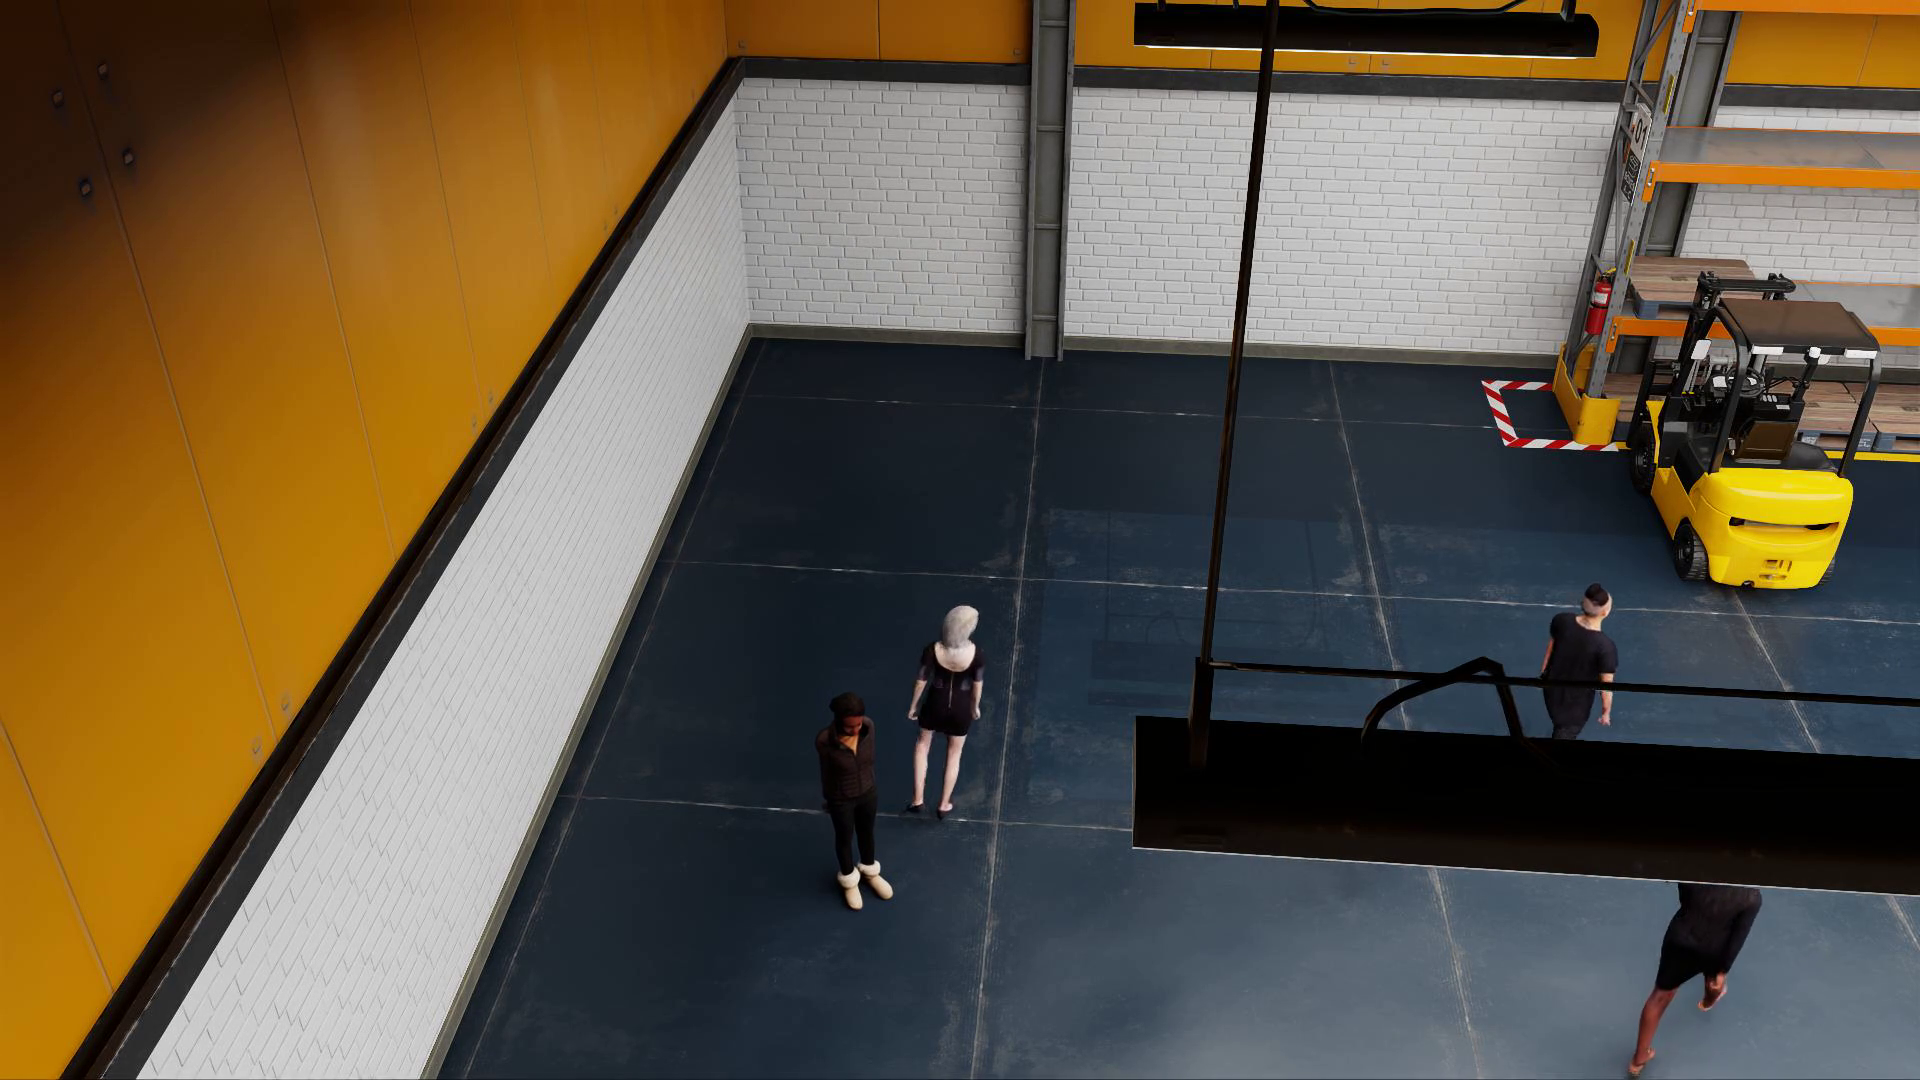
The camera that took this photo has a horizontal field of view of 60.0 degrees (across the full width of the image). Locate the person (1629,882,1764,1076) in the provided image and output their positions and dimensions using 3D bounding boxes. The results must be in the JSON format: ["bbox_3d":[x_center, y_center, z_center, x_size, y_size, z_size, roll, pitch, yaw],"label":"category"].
[{"bbox_3d":[4.182,2.400,9.559,1.202,1.662,1.151,26,42,34],"label":"person"}]

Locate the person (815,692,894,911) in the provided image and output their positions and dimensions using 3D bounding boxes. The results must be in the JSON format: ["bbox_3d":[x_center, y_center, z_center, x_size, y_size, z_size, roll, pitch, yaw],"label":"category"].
[{"bbox_3d":[-0.706,1.625,10.727,0.765,1.659,0.705,26,42,34],"label":"person"}]

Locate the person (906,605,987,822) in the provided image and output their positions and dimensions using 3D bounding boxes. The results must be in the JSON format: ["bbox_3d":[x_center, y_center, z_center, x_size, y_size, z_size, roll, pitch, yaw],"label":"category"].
[{"bbox_3d":[-0.094,1.184,11.272,0.532,1.792,0.768,-6,34,-9],"label":"person"}]

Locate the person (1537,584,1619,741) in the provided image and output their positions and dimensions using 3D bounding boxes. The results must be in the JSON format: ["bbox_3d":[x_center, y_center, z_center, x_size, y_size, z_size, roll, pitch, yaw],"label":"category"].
[{"bbox_3d":[4.126,1.086,11.385,1.265,1.829,1.092,-16,37,-22],"label":"person"}]
